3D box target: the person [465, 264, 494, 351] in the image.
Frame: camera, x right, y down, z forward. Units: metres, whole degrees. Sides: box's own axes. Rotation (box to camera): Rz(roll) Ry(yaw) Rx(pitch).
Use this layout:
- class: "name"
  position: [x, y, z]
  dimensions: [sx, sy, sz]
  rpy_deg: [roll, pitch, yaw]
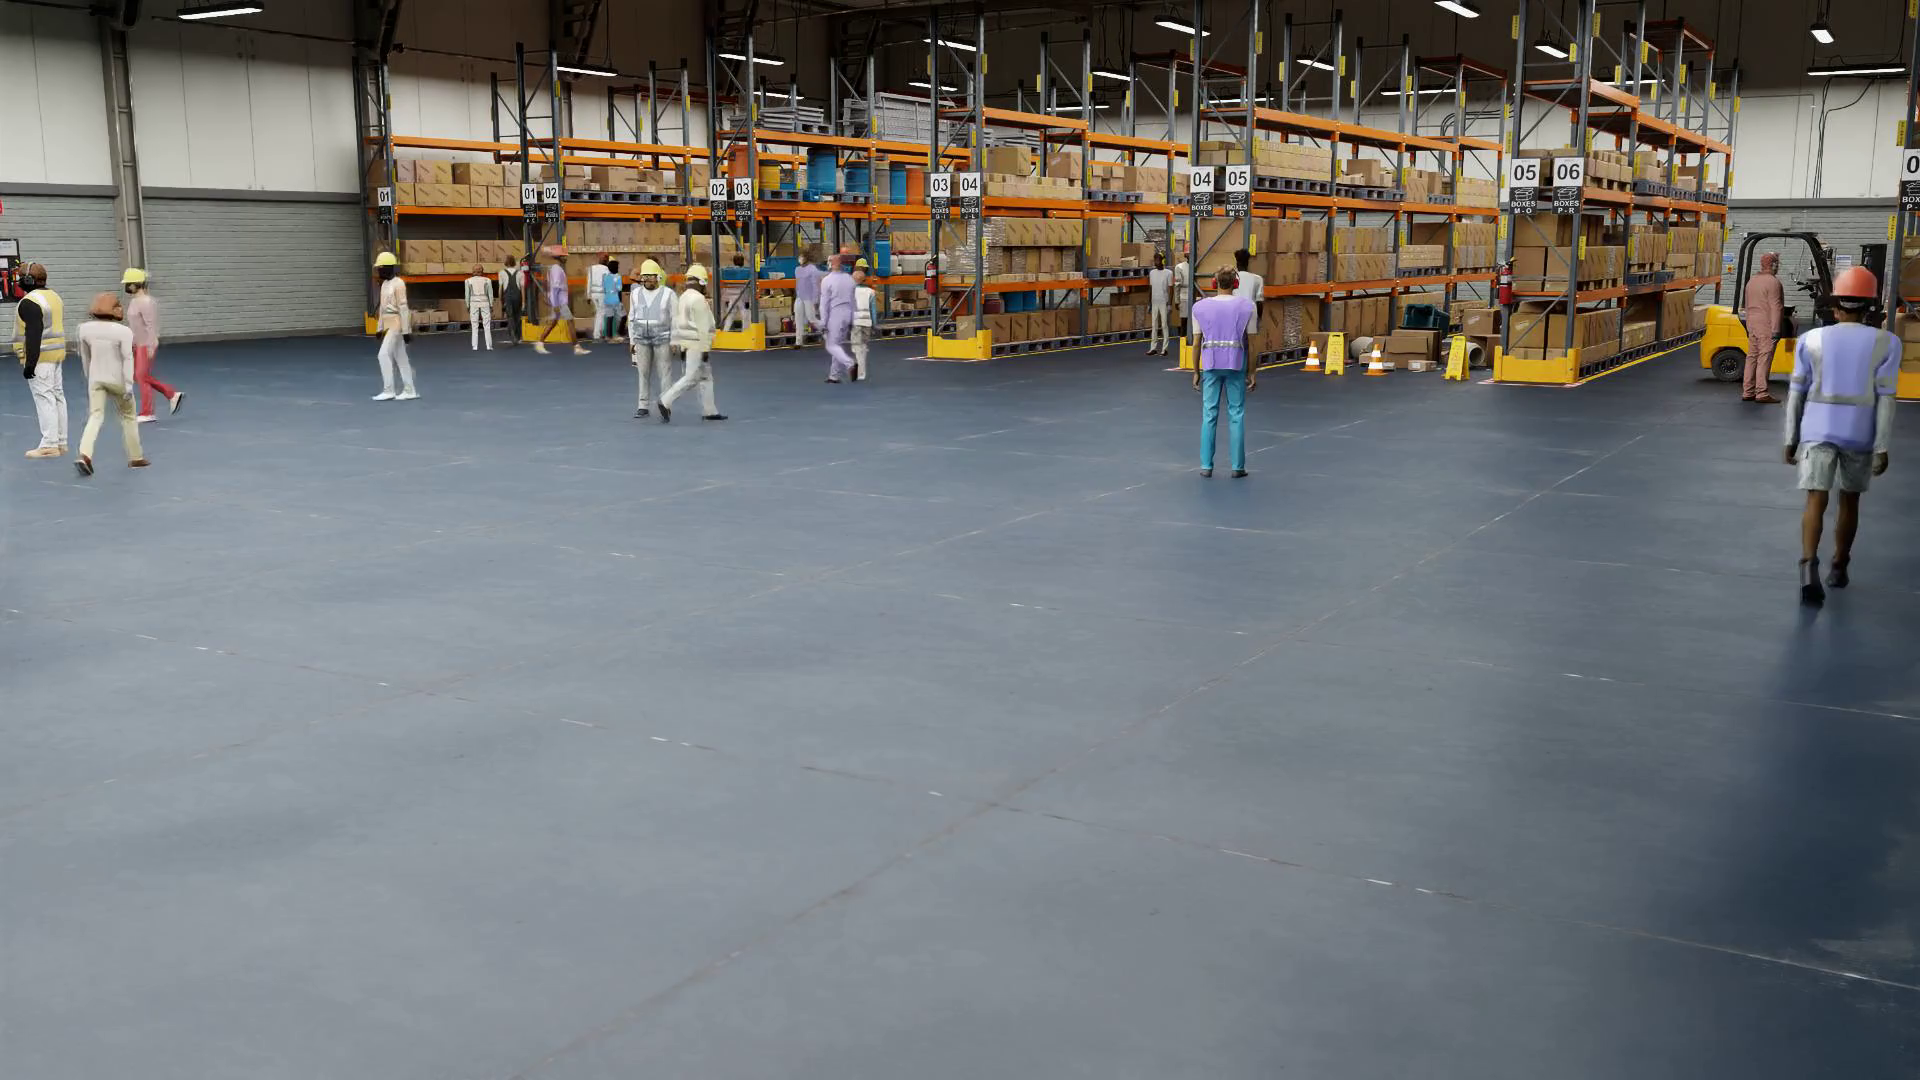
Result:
- class: "person"
  position: [-9.072, -4.393, 31.418]
  dimensions: [0.515, 1.641, 0.309]
  rpy_deg: [-3, 10, -14]

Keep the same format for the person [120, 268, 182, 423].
- class: "person"
  position: [-9.200, -2.204, 18.864]
  dimensions: [0.582, 1.753, 0.529]
  rpy_deg: [-9, 14, -42]

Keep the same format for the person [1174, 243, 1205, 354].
- class: "person"
  position: [4.212, -4.399, 30.357]
  dimensions: [0.605, 2.037, 0.404]
  rpy_deg: [2, 10, 11]

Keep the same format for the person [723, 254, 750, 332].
- class: "person"
  position: [-4.522, -4.881, 33.678]
  dimensions: [0.632, 1.812, 0.861]
  rpy_deg: [5, 11, 27]

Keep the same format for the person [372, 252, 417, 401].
- class: "person"
  position: [-7.368, -2.730, 21.353]
  dimensions: [0.732, 1.897, 0.604]
  rpy_deg: [-6, 12, -32]

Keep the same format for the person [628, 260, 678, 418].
- class: "person"
  position: [-3.564, -2.324, 19.291]
  dimensions: [0.590, 1.833, 0.403]
  rpy_deg: [1, 10, 5]

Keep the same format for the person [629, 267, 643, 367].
- class: "person"
  position: [-5.275, -3.662, 27.337]
  dimensions: [0.274, 1.632, 0.507]
  rpy_deg: [-5, 11, -24]

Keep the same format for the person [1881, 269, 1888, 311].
- class: "person"
  position: [17.234, -4.552, 31.551]
  dimensions: [0.583, 1.918, 0.404]
  rpy_deg: [6, 12, 29]

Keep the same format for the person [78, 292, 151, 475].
- class: "person"
  position: [-7.553, -1.389, 14.708]
  dimensions: [0.507, 1.599, 0.810]
  rpy_deg: [0, 10, 1]

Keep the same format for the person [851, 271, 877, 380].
- class: "person"
  position: [-1.547, -3.194, 24.791]
  dimensions: [0.518, 1.613, 0.729]
  rpy_deg: [-6, 12, -31]

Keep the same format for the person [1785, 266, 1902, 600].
- class: "person"
  position: [5.019, -0.609, 9.506]
  dimensions: [0.555, 1.903, 0.962]
  rpy_deg: [6, 12, 31]

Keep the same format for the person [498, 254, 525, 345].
- class: "person"
  position: [-8.863, -4.745, 32.946]
  dimensions: [0.509, 1.816, 0.818]
  rpy_deg: [-4, 11, -23]

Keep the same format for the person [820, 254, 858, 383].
- class: "person"
  position: [-1.723, -3.158, 23.876]
  dimensions: [0.749, 1.872, 0.651]
  rpy_deg: [9, 13, 40]

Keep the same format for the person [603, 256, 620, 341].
- class: "person"
  position: [-7.243, -4.990, 34.431]
  dimensions: [0.533, 1.763, 0.340]
  rpy_deg: [8, 13, 37]

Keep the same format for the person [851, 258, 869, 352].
- class: "person"
  position: [-1.847, -4.379, 31.055]
  dimensions: [0.325, 1.740, 0.493]
  rpy_deg: [3, 11, 17]

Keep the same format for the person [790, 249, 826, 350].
- class: "person"
  position: [-2.877, -4.593, 31.790]
  dimensions: [0.635, 1.916, 0.855]
  rpy_deg: [9, 14, 42]

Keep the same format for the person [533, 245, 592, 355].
- class: "person"
  position: [-7.269, -4.330, 30.082]
  dimensions: [1.027, 1.999, 0.621]
  rpy_deg: [-3, 11, -16]

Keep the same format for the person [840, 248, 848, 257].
- class: "person"
  position: [-2.826, -6.073, 40.111]
  dimensions: [0.576, 1.887, 0.965]
  rpy_deg: [6, 12, 30]

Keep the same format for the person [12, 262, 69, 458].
- class: "person"
  position: [-8.736, -1.704, 15.792]
  dimensions: [0.429, 1.844, 0.622]
  rpy_deg: [-2, 10, -9]

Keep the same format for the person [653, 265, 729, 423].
- class: "person"
  position: [-3.057, -2.195, 18.706]
  dimensions: [0.833, 1.790, 0.589]
  rpy_deg: [-5, 11, -25]

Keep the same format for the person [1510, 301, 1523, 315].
- class: "person"
  position: [14.029, -6.383, 41.839]
  dimensions: [0.610, 1.891, 0.606]
  rpy_deg: [2, 10, 11]

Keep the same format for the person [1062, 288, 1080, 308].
- class: "person"
  position: [3.152, -7.136, 46.083]
  dimensions: [0.912, 1.879, 0.721]
  rpy_deg: [-8, 13, -37]

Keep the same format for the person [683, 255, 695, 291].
- class: "person"
  position: [-6.828, -6.391, 42.279]
  dimensions: [0.571, 1.758, 0.362]
  rpy_deg: [7, 12, 34]

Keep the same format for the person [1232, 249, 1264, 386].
- class: "person"
  position: [3.892, -3.074, 23.175]
  dimensions: [0.627, 1.946, 0.520]
  rpy_deg: [-1, 10, -3]

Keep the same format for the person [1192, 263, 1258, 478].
- class: "person"
  position: [2.274, -1.449, 14.346]
  dimensions: [0.567, 1.848, 0.389]
  rpy_deg: [2, 10, 13]

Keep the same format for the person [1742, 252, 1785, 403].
- class: "person"
  position: [10.264, -2.698, 21.178]
  dimensions: [0.408, 1.907, 0.653]
  rpy_deg: [-1, 10, -5]

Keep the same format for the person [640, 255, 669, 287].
- class: "person"
  position: [-5.877, -4.514, 31.684]
  dimensions: [0.976, 1.788, 0.642]
  rpy_deg: [6, 12, 30]

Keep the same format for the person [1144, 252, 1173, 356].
- class: "person"
  position: [3.595, -4.236, 29.916]
  dimensions: [0.515, 1.864, 0.336]
  rpy_deg: [8, 13, 39]

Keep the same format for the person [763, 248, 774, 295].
- class: "person"
  position: [-5.364, -7.231, 46.637]
  dimensions: [0.356, 1.883, 0.574]
  rpy_deg: [-5, 11, -25]

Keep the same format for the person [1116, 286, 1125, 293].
- class: "person"
  position: [4.468, -7.149, 46.018]
  dimensions: [0.352, 1.940, 0.545]
  rpy_deg: [4, 11, 23]

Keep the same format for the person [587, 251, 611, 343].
- class: "person"
  position: [-7.258, -4.948, 33.912]
  dimensions: [0.601, 1.854, 0.755]
  rpy_deg: [5, 11, 25]

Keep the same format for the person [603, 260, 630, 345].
- class: "person"
  position: [-6.810, -4.713, 33.069]
  dimensions: [0.552, 1.677, 0.565]
  rpy_deg: [8, 13, 37]
